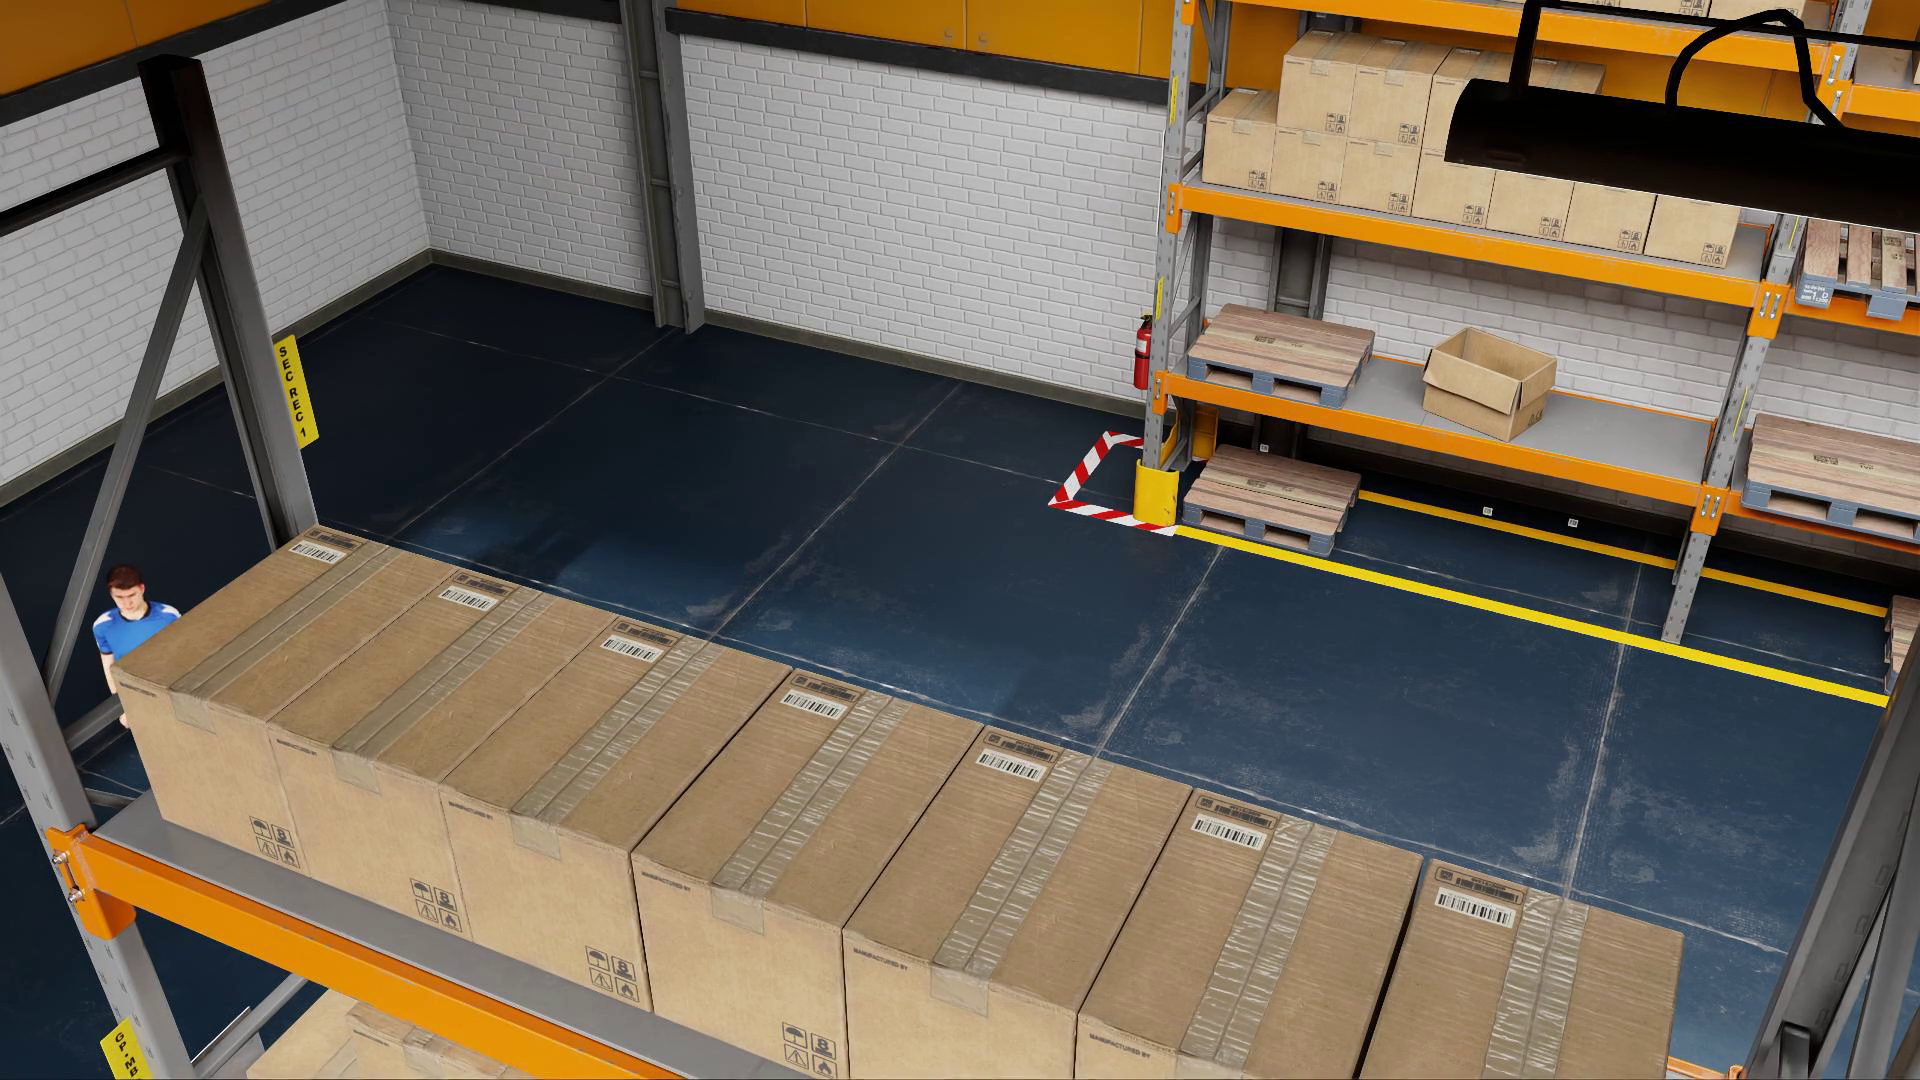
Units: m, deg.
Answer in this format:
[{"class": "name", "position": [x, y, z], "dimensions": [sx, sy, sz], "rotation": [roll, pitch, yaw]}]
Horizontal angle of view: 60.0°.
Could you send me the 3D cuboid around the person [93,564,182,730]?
[{"class": "person", "position": [-4.820, 0.914, 10.039], "dimensions": [0.751, 1.866, 0.792], "rotation": [-14, 36, -20]}]
